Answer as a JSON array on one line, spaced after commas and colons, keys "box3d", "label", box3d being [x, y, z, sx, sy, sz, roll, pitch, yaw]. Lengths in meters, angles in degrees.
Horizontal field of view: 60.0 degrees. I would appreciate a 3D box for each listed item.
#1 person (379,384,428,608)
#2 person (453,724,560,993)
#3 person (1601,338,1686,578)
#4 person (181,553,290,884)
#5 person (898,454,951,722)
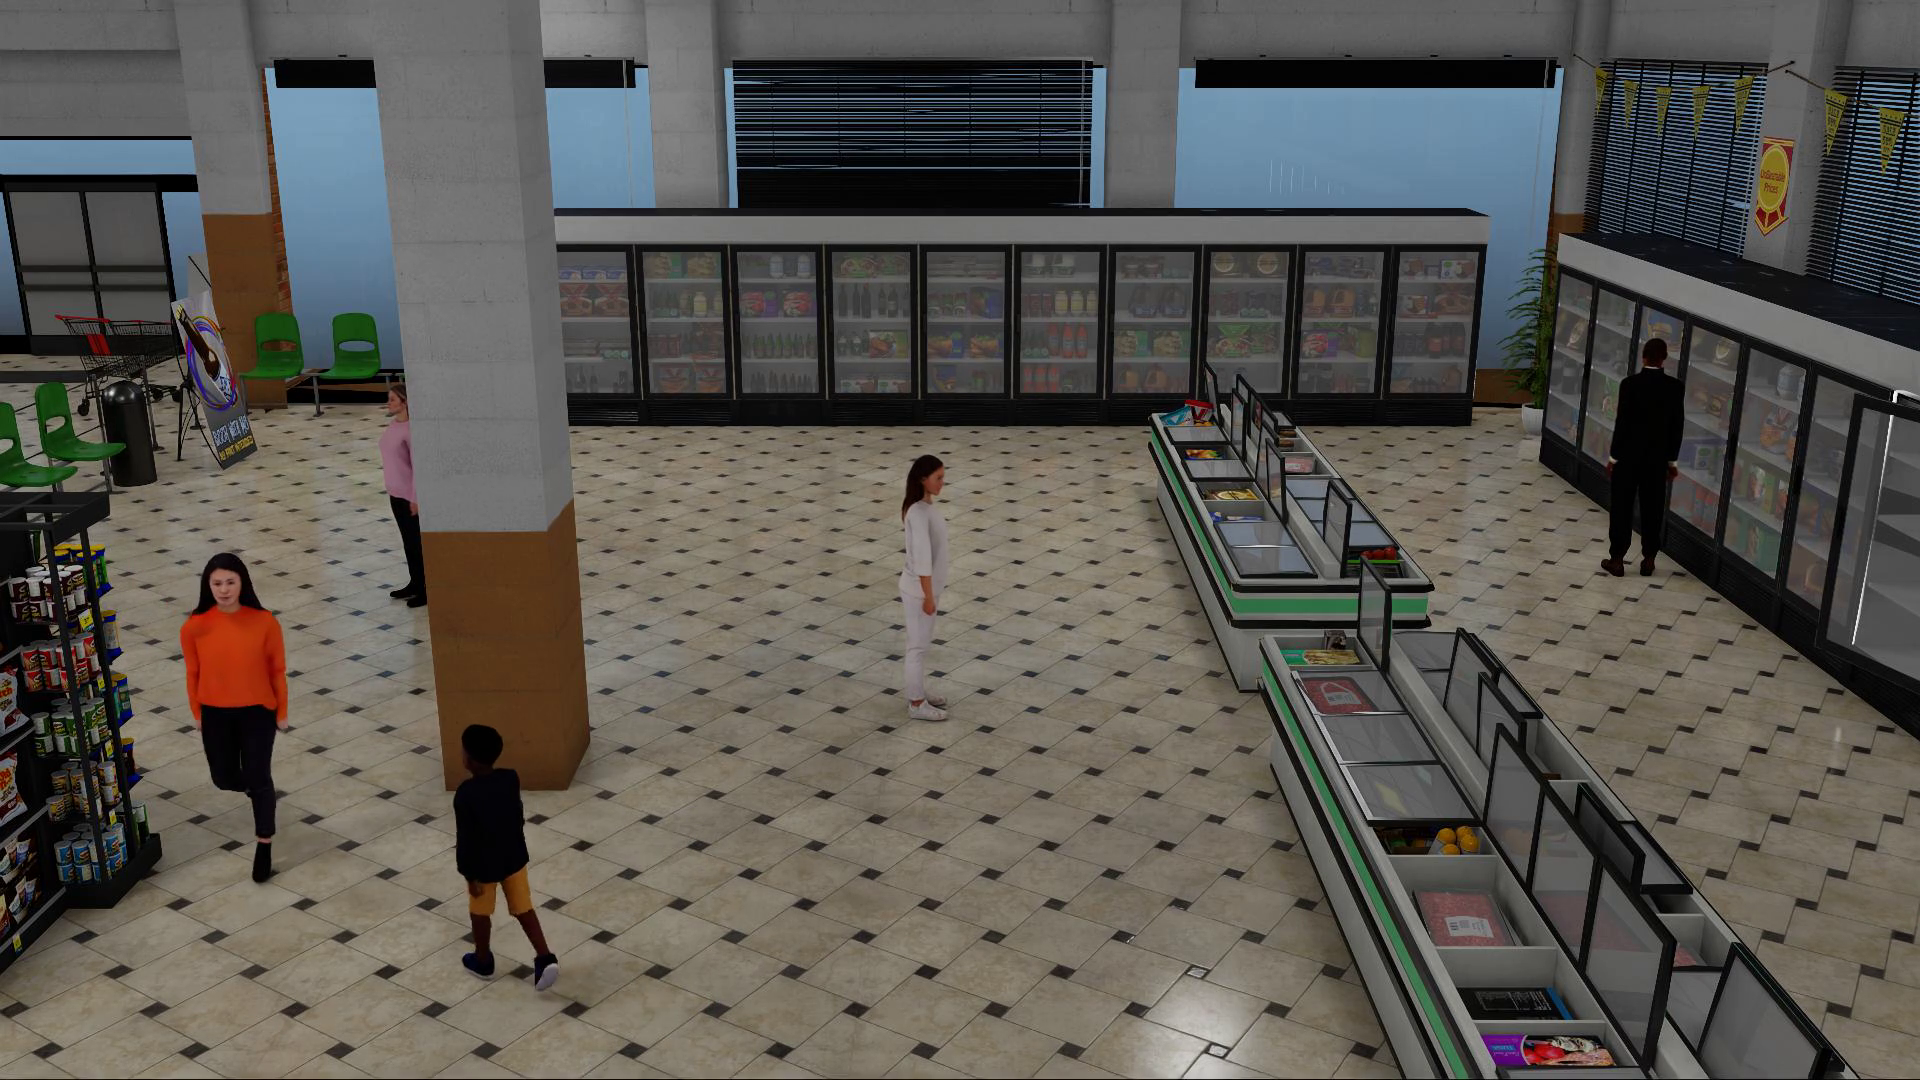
[{"box3d": [-4.140, -0.351, 12.543, 0.743, 1.688, 0.674, -15, 22, -40], "label": "person"}, {"box3d": [-2.037, 1.432, 7.421, 0.874, 1.253, 0.834, 14, 22, 39], "label": "person"}, {"box3d": [5.407, -0.657, 13.182, 0.731, 1.904, 0.634, 2, 17, 7], "label": "person"}, {"box3d": [-3.661, 0.865, 8.482, 0.761, 1.721, 0.972, -5, 17, -15], "label": "person"}, {"box3d": [-0.240, 0.287, 10.442, 0.650, 1.688, 0.471, 0, 17, 2], "label": "person"}]
